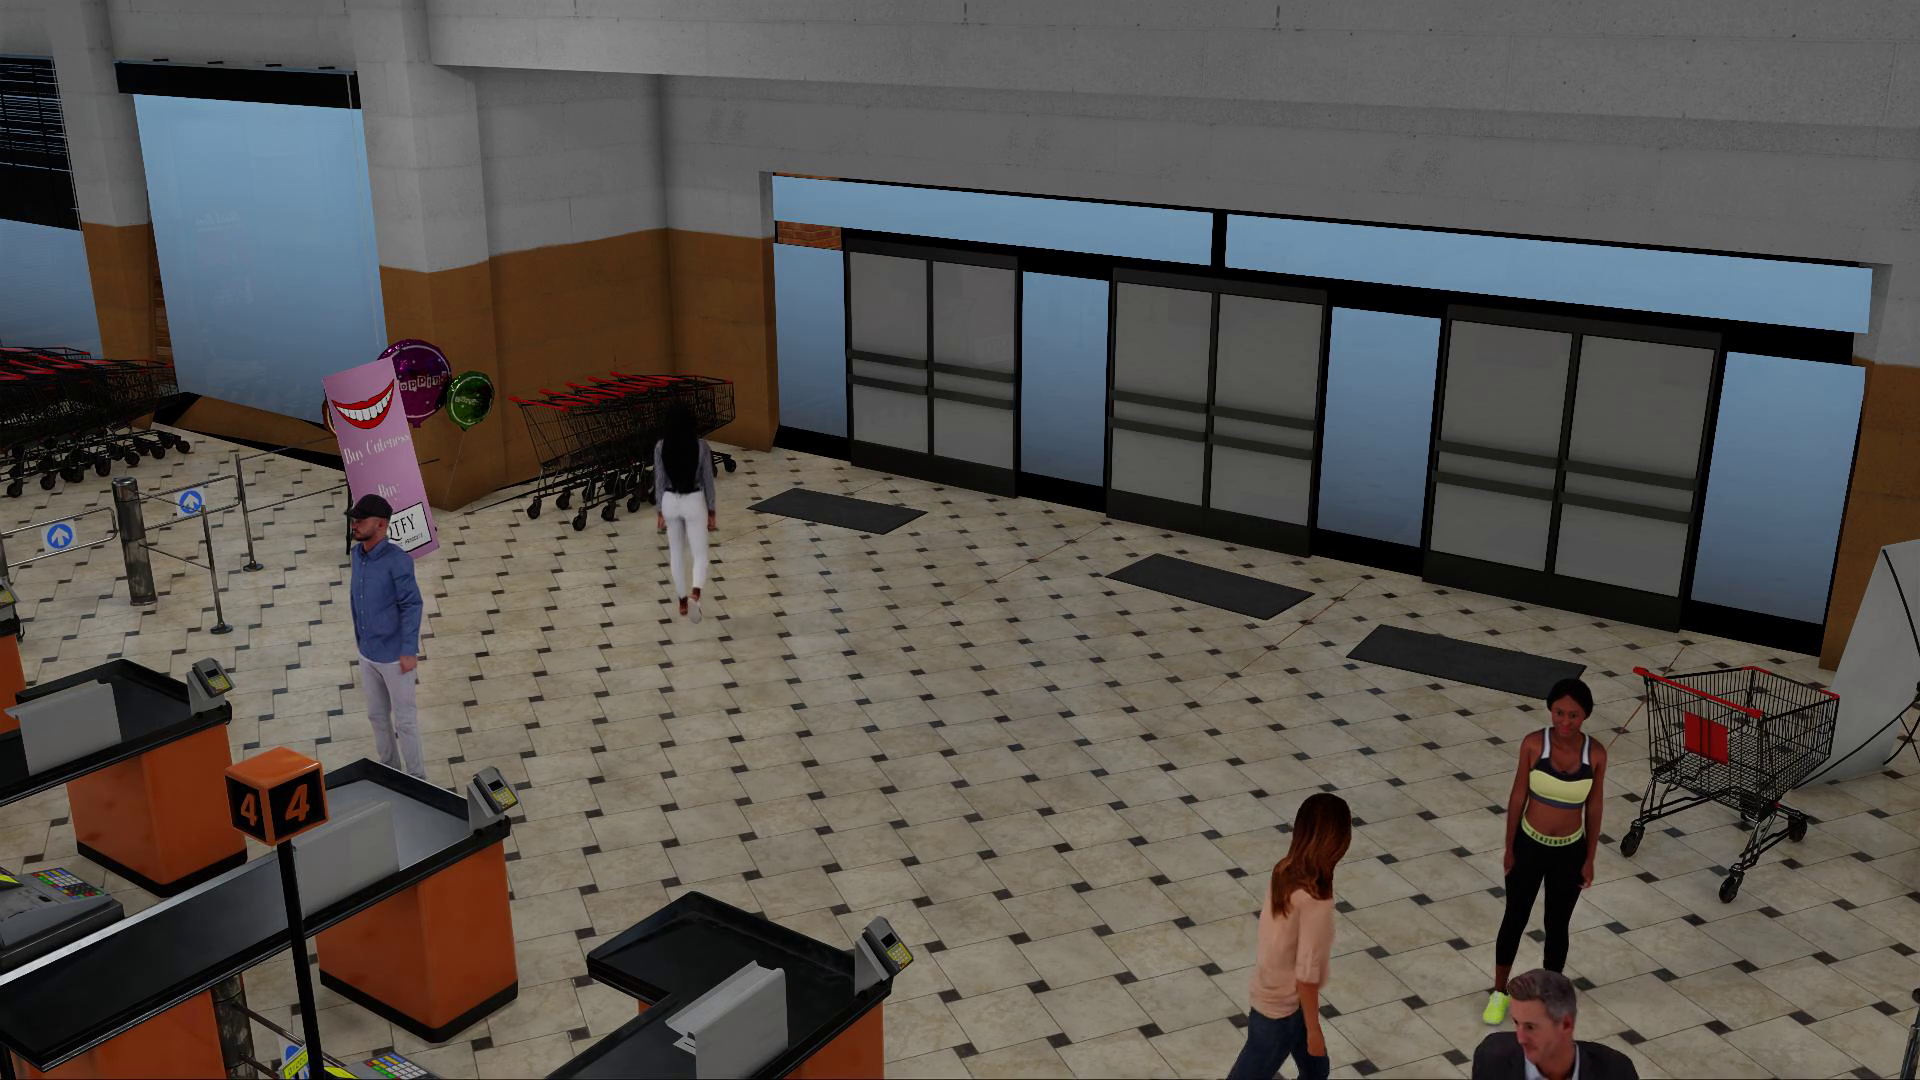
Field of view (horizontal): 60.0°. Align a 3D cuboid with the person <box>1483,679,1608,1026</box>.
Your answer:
[{"bbox_3d":[2.717,1.440,7.681,0.618,1.754,0.597,6,20,17],"label":"person"}]

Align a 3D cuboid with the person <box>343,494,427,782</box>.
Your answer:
[{"bbox_3d":[-3.407,0.634,9.861,0.651,1.888,0.551,12,22,31],"label":"person"}]

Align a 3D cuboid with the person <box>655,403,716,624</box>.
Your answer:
[{"bbox_3d":[-2.081,-0.174,12.542,0.965,1.706,1.074,-1,19,-4],"label":"person"}]

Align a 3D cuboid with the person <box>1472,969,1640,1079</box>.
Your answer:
[{"bbox_3d":[1.920,2.173,5.442,0.979,1.796,1.217,4,19,10],"label":"person"}]

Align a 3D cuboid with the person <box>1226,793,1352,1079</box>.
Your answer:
[{"bbox_3d":[1.175,1.858,6.478,1.087,1.730,1.124,2,19,7],"label":"person"}]
